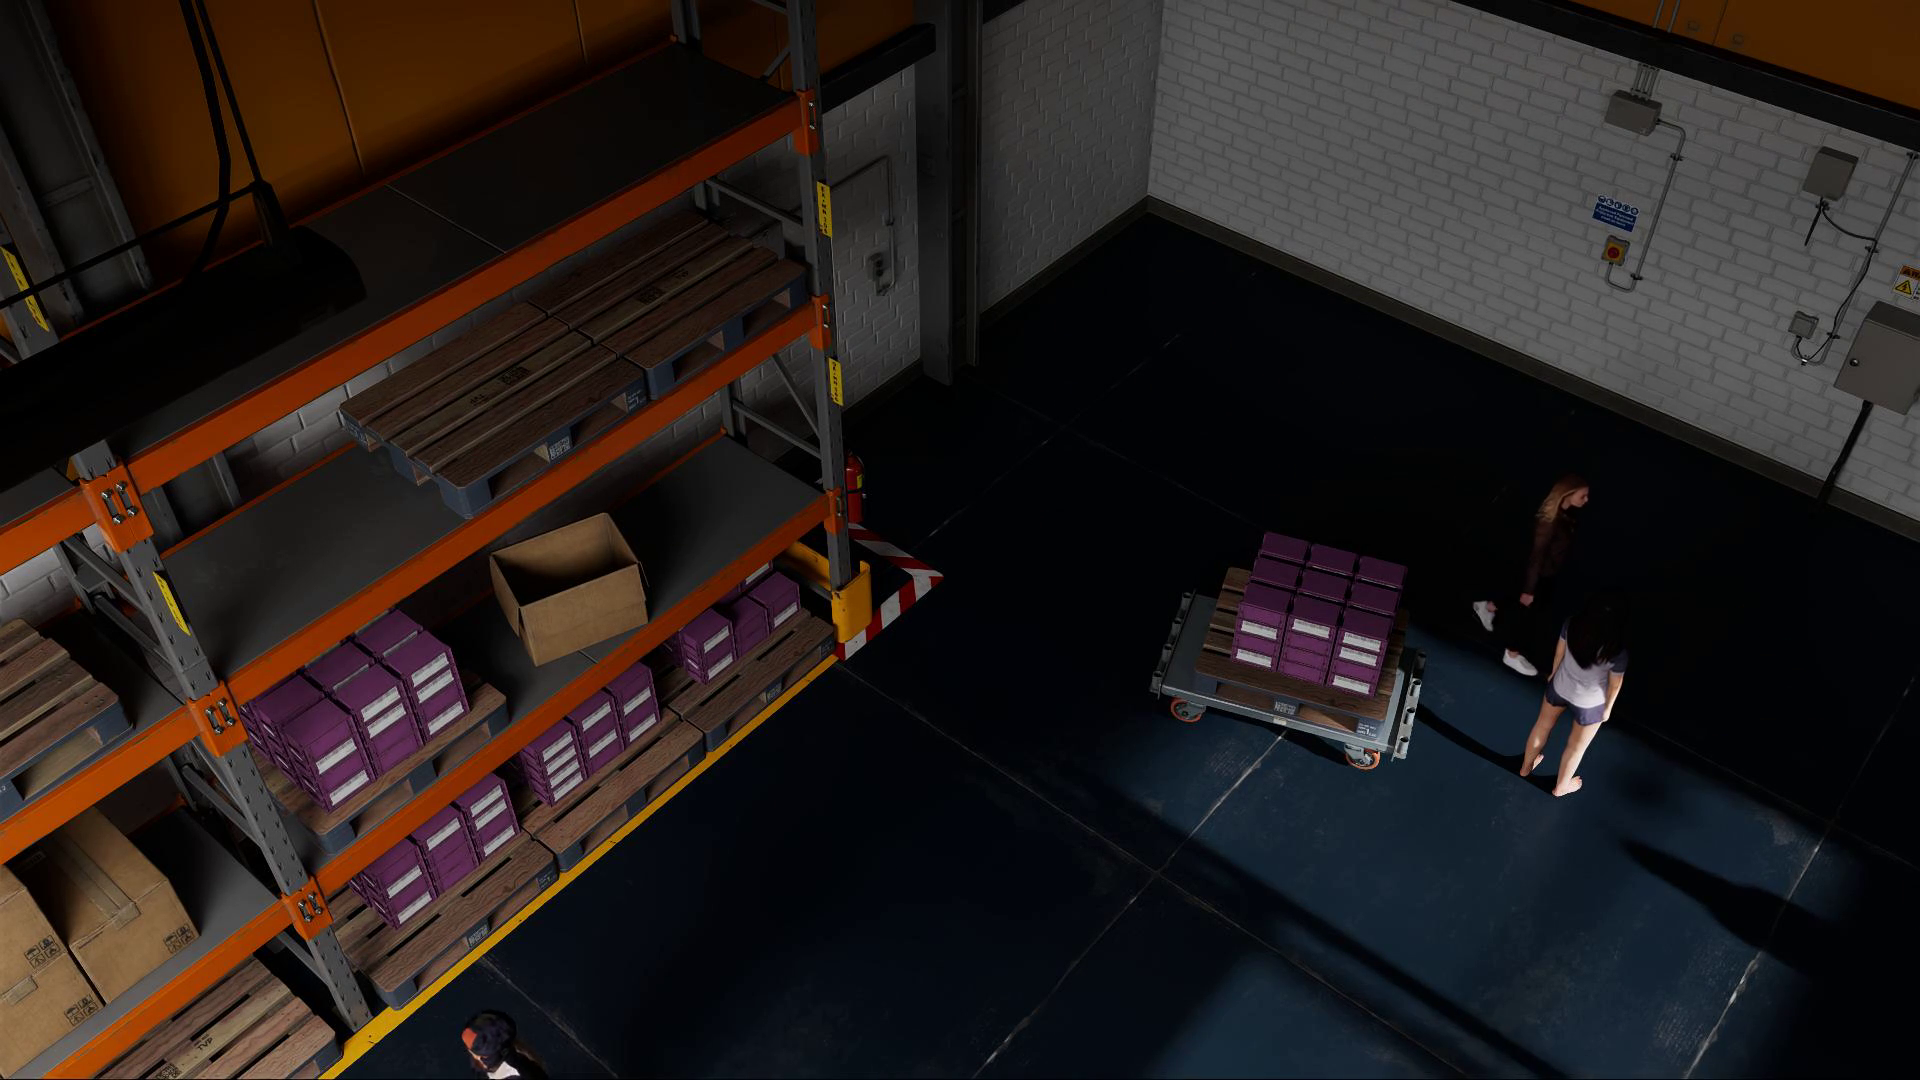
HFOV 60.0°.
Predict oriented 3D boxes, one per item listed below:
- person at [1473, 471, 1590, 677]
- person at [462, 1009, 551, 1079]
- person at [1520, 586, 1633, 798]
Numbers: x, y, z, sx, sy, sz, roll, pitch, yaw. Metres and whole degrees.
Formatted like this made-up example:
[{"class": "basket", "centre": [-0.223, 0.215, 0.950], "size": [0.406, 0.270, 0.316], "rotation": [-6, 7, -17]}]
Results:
[{"class": "person", "centre": [3.677, 0.170, 10.784], "size": [0.684, 1.693, 0.746], "rotation": [33, 52, 29]}, {"class": "person", "centre": [-2.049, 2.737, 7.958], "size": [0.738, 1.876, 1.037], "rotation": [34, 53, 30]}, {"class": "person", "centre": [3.722, 0.900, 10.008], "size": [0.568, 1.706, 0.619], "rotation": [-32, 52, -29]}]
